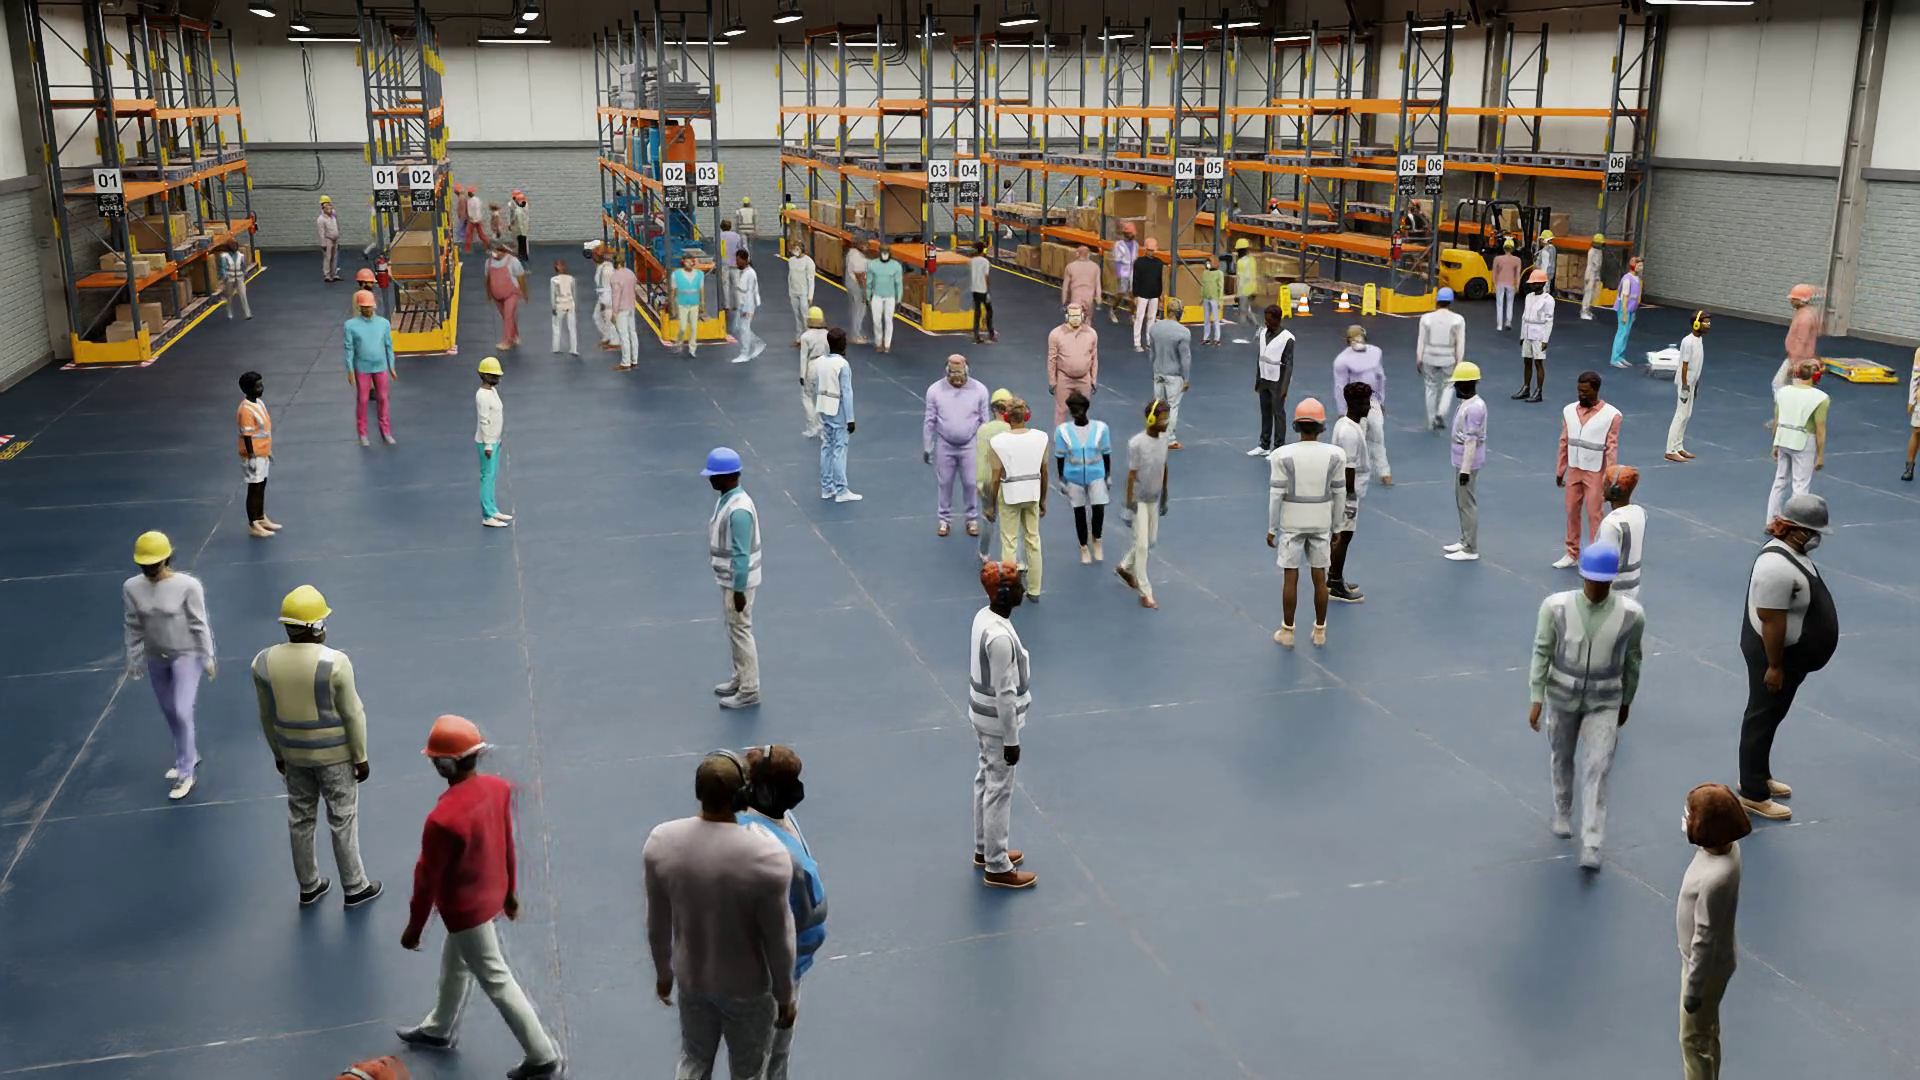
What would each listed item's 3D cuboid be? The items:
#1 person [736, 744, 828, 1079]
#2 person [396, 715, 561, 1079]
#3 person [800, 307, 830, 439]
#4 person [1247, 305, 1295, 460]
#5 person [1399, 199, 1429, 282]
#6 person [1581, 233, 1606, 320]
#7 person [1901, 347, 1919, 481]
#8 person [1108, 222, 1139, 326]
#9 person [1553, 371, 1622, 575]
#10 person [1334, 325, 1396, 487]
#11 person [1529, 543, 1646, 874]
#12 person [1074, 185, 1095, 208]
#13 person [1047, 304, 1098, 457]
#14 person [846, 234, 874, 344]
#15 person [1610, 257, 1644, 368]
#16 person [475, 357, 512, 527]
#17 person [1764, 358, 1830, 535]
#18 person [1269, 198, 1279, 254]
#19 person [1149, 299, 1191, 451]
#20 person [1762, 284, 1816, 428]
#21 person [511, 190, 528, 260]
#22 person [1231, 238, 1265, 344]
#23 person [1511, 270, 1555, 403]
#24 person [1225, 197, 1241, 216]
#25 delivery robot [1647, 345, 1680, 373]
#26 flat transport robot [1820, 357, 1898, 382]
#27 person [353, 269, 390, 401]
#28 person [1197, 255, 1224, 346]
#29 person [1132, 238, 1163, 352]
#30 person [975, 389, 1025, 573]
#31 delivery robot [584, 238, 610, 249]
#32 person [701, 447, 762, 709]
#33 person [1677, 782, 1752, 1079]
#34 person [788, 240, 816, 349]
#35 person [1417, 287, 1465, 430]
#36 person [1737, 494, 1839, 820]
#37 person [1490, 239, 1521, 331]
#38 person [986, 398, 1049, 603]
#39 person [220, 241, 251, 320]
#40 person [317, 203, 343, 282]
[{"bbox_3d":[-0.758,1.712,6.876,0.429,1.843,0.626,-2,15,-7],"label":"person"},{"bbox_3d":[-2.215,1.612,7.508,0.896,1.710,0.557,3,15,10],"label":"person"},{"bbox_3d":[-1.899,-2.190,21.774,0.518,1.727,0.456,-10,18,-32],"label":"person"},{"bbox_3d":[3.870,-1.951,20.525,0.391,1.913,0.587,-8,17,-28],"label":"person"},{"bbox_3d":[11.150,-7.293,40.506,0.682,1.990,0.983,-8,17,-28],"label":"person"},{"bbox_3d":[12.774,-5.311,33.521,0.509,1.729,0.394,-14,20,-43],"label":"person"},{"bbox_3d":[11.279,-1.618,19.228,0.548,1.934,0.374,8,17,27],"label":"person"},{"bbox_3d":[3.252,-5.199,32.539,0.619,2.019,0.772,-8,17,-27],"label":"person"},{"bbox_3d":[5.882,-0.641,15.613,0.400,1.907,0.600,-10,18,-34],"label":"person"},{"bbox_3d":[4.628,-1.496,18.887,0.702,1.880,0.696,-8,17,-28],"label":"person"},{"bbox_3d":[3.614,0.943,9.649,0.606,1.894,0.995,5,16,19],"label":"person"},{"bbox_3d":[3.618,-9.399,48.562,0.650,1.895,0.974,1,15,3],"label":"person"},{"bbox_3d":[1.406,-1.978,20.637,0.651,1.907,0.409,-3,15,-12],"label":"person"},{"bbox_3d":[-1.788,-4.609,30.282,0.534,2.000,0.770,-4,15,-16],"label":"person"},{"bbox_3d":[11.028,-3.767,27.516,0.407,1.835,0.564,11,19,36],"label":"person"},{"bbox_3d":[-4.872,-1.026,17.330,0.329,1.765,0.526,-1,15,-4],"label":"person"},{"bbox_3d":[8.418,-0.910,16.760,0.384,1.836,0.570,-7,16,-25],"label":"person"},{"bbox_3d":[8.422,-8.313,44.765,0.338,1.752,0.564,1,15,5],"label":"person"},{"bbox_3d":[2.649,-2.072,20.965,0.390,1.928,0.635,-14,20,-42],"label":"person"},{"bbox_3d":[11.078,-2.418,22.172,0.712,1.966,0.646,5,16,18],"label":"person"},{"bbox_3d":[-12.105,-8.649,45.708,0.388,1.928,0.549,-7,16,-25],"label":"person"},{"bbox_3d":[5.204,-4.509,30.169,0.578,1.907,0.597,10,18,33],"label":"person"},{"bbox_3d":[8.409,-2.988,24.376,0.358,1.936,0.552,-6,16,-23],"label":"person"},{"bbox_3d":[7.545,-8.669,46.176,0.497,1.715,0.756,-5,16,-18],"label":"person"},{"bbox_3d":[11.270,-2.851,26.332,0.707,0.478,0.477,4,15,15],"label":"delivery robot"},{"bbox_3d":[14.360,-2.738,26.633,0.652,0.197,1.431,1,15,5],"label":"flat transport robot"},{"bbox_3d":[-8.709,-3.019,24.535,0.384,1.932,0.555,-11,18,-36],"label":"person"},{"bbox_3d":[4.527,-4.314,29.950,0.266,1.632,0.507,-12,19,-38],"label":"person"},{"bbox_3d":[3.312,-4.304,29.226,0.614,1.990,0.392,-7,16,-25],"label":"person"},{"bbox_3d":[0.386,-0.552,15.655,0.539,1.705,0.762,-5,16,-18],"label":"person"},{"bbox_3d":[-10.139,-8.200,46.460,0.707,0.478,0.477,-1,15,-4],"label":"delivery robot"},{"bbox_3d":[-1.652,0.270,12.127,0.418,1.938,0.615,-4,15,-15],"label":"person"},{"bbox_3d":[3.116,1.789,7.005,0.285,1.629,0.499,8,17,26],"label":"person"},{"bbox_3d":[-2.819,-4.357,29.551,0.625,1.933,0.375,14,20,41],"label":"person"},{"bbox_3d":[6.396,-2.401,22.185,0.612,1.934,0.493,6,16,22],"label":"person"},{"bbox_3d":[5.137,0.694,10.326,0.535,2.000,0.673,8,17,27],"label":"person"},{"bbox_3d":[10.488,-4.918,32.030,0.527,1.740,0.770,3,15,13],"label":"person"},{"bbox_3d":[0.512,-0.324,14.544,0.563,1.837,0.388,-6,16,-21],"label":"person"},{"bbox_3d":[-14.605,-5.224,33.468,0.509,1.589,0.889,-11,19,-37],"label":"person"},{"bbox_3d":[-15.289,-7.219,40.382,0.399,1.900,0.641,3,15,10],"label":"person"}]
